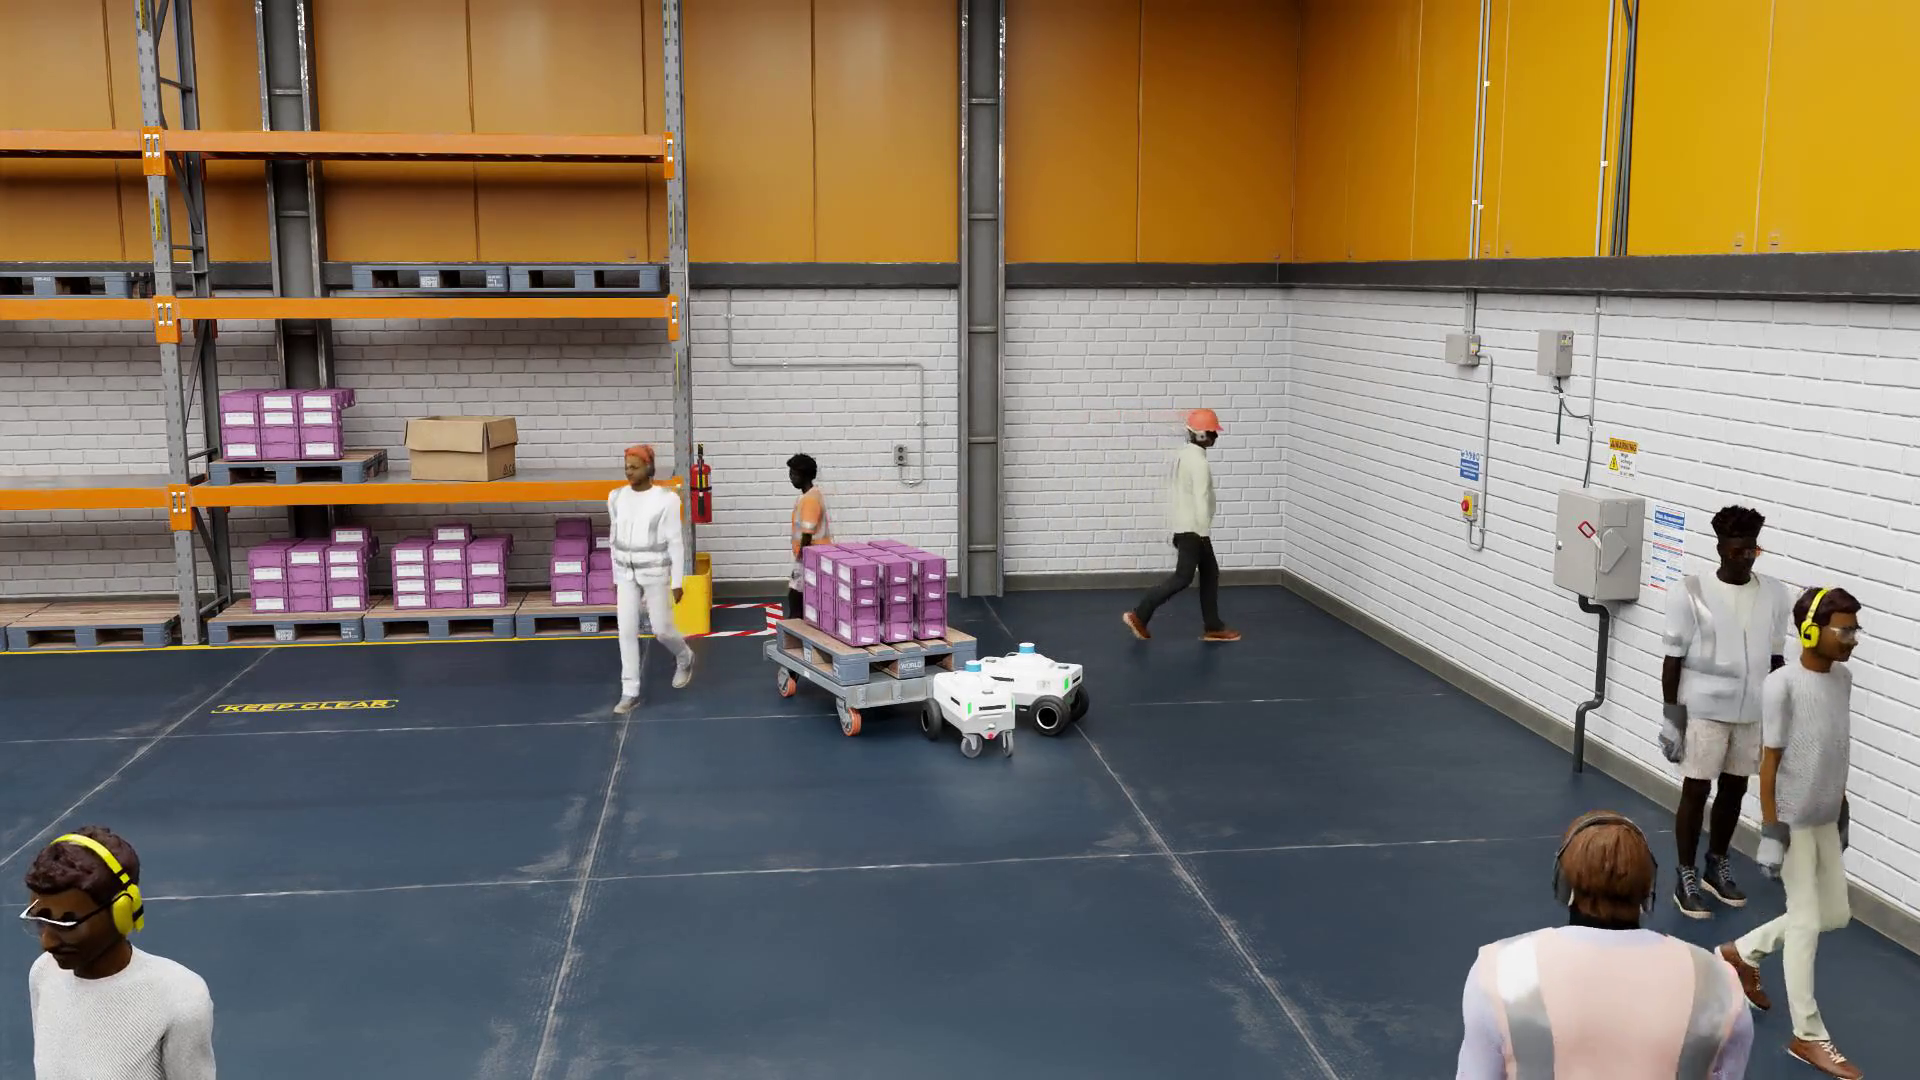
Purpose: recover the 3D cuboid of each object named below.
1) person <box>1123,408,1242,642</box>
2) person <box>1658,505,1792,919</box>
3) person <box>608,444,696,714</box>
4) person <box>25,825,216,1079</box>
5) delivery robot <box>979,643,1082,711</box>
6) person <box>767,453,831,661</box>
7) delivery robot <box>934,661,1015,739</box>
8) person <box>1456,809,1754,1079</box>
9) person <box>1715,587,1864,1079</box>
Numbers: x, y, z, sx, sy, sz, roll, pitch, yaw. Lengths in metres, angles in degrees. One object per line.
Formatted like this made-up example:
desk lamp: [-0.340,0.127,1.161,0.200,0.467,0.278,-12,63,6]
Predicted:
person: [1.823,-0.106,13.576,0.940,1.962,0.609,0,9,0]
person: [3.654,0.805,7.892,0.655,1.955,0.480,-1,9,-5]
person: [-2.177,0.241,11.704,0.583,1.860,0.826,3,10,20]
person: [-1.844,1.526,3.651,0.519,1.865,0.328,3,10,18]
delivery robot: [0.445,0.933,11.132,0.707,0.478,0.477,4,10,21]
person: [-1.086,0.147,12.899,0.749,1.664,0.530,-2,9,-15]
delivery robot: [0.087,1.015,10.617,0.477,0.478,0.707,-3,10,-19]
person: [1.443,1.525,3.791,0.633,1.827,0.631,1,9,9]
person: [3.256,1.086,6.430,0.551,1.851,0.679,-5,10,-29]
